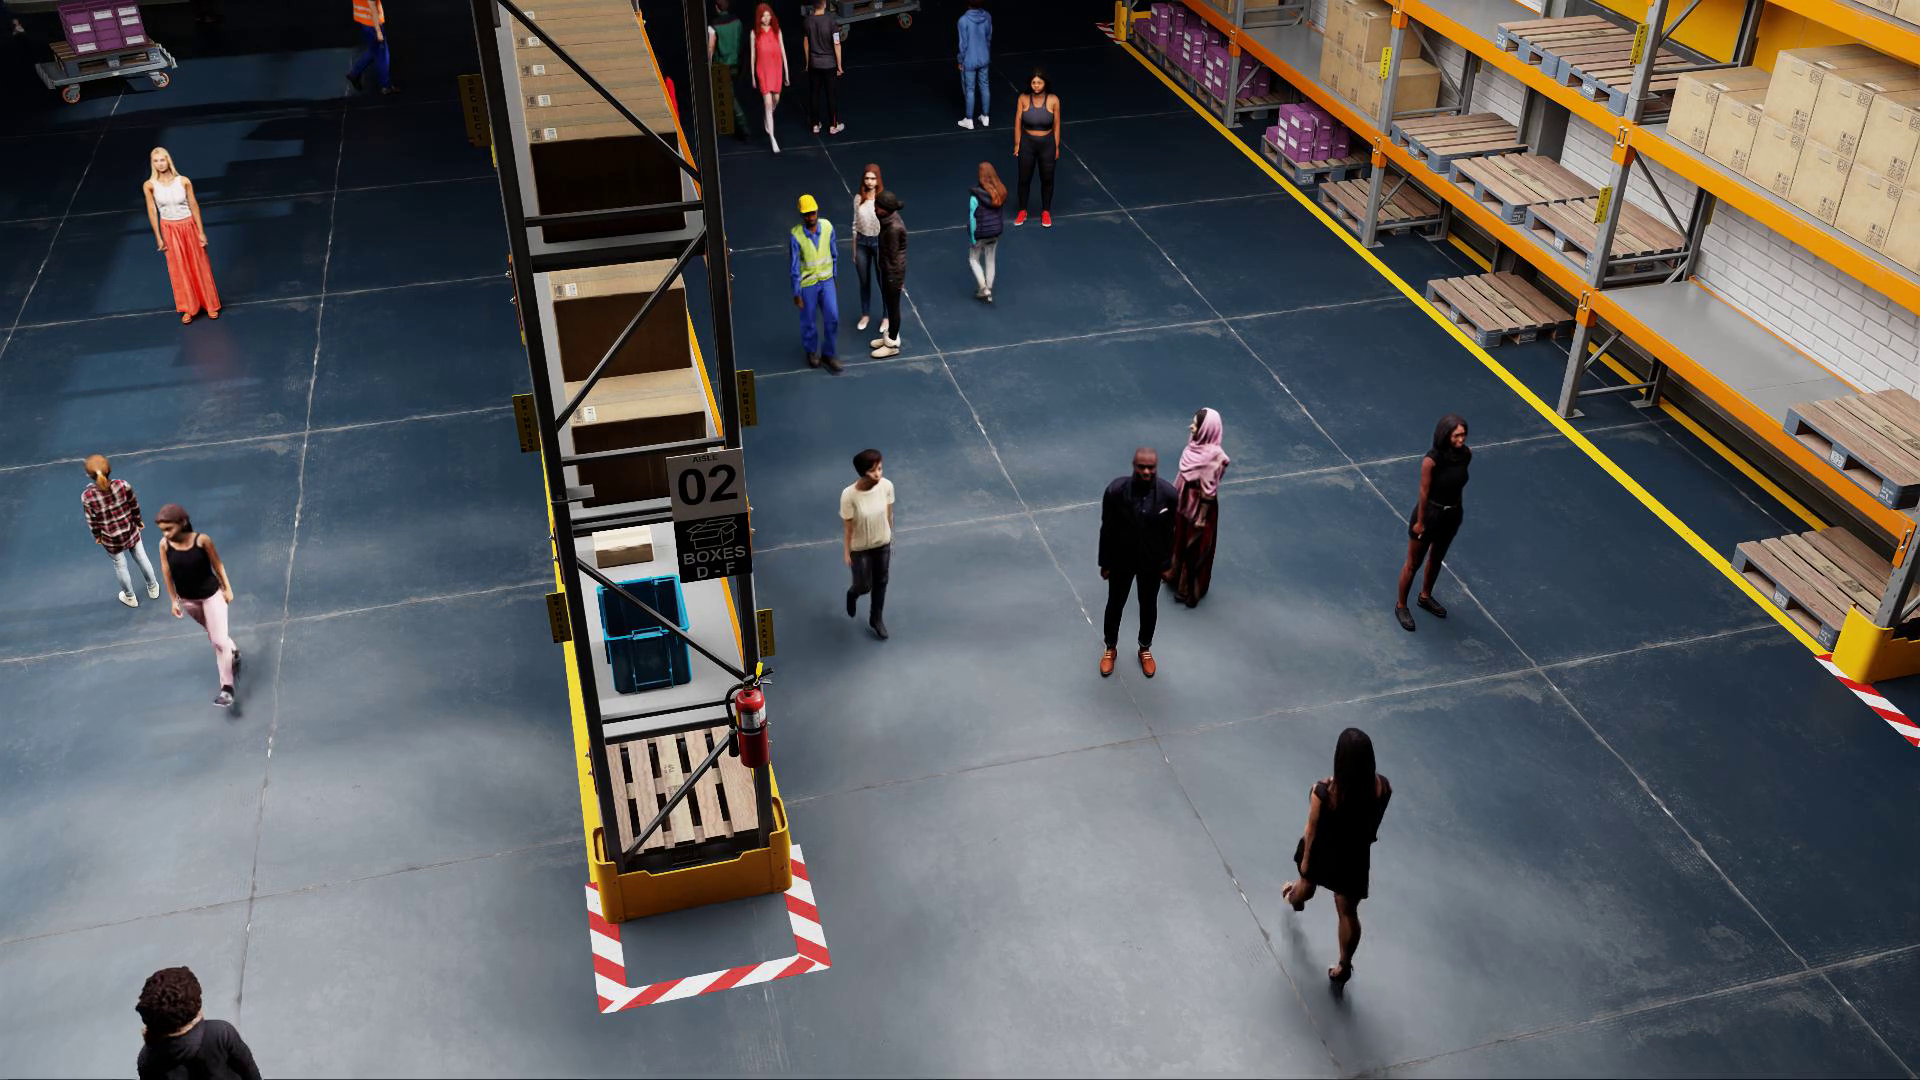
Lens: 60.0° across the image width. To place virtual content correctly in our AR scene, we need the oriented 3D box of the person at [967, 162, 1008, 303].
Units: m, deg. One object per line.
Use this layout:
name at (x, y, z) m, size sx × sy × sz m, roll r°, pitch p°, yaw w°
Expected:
person at (0.295, -3.123, 17.009) m, size 0.628 × 1.488 × 0.659 m, roll -17°, pitch 37°, yaw -24°

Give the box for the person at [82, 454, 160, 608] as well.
person at (-6.376, -0.084, 12.601) m, size 0.614 × 1.307 × 0.646 m, roll -26°, pitch 41°, yaw -33°

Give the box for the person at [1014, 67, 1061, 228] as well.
person at (0.874, -4.422, 18.668) m, size 0.761 × 1.815 × 0.743 m, roll 3°, pitch 34°, yaw 5°

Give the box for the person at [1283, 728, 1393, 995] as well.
person at (2.166, 1.848, 9.358) m, size 0.718 × 1.678 × 1.031 m, roll -6°, pitch 34°, yaw -10°

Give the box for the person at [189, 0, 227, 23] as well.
person at (-11.693, -8.857, 25.296) m, size 0.771 × 1.864 × 0.812 m, roll 15°, pitch 36°, yaw 21°

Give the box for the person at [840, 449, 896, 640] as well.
person at (-0.702, 0.013, 12.213) m, size 0.686 × 1.574 × 0.749 m, roll -18°, pitch 38°, yaw -25°

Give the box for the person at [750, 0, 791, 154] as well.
person at (-2.401, -5.805, 20.769) m, size 0.737 × 1.792 × 1.139 m, roll -16°, pitch 37°, yaw -22°

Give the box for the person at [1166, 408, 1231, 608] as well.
person at (1.802, -0.282, 12.599) m, size 0.730 × 1.637 × 0.552 m, roll -6°, pitch 34°, yaw -9°

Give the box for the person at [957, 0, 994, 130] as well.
person at (0.192, -6.202, 21.349) m, size 0.727 × 1.811 × 0.663 m, roll -17°, pitch 37°, yaw -24°

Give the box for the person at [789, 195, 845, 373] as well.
person at (-1.401, -2.462, 15.748) m, size 0.755 × 1.782 × 0.835 m, roll -15°, pitch 37°, yaw -22°

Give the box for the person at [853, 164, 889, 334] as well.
person at (-0.856, -2.901, 16.459) m, size 0.646 × 1.727 × 0.663 m, roll 10°, pitch 35°, yaw 15°

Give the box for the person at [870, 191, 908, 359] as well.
person at (-0.642, -2.578, 16.034) m, size 0.637 × 1.659 × 0.572 m, roll 10°, pitch 35°, yaw 15°

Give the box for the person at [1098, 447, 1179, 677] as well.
person at (1.251, 0.144, 11.797) m, size 0.757 × 1.816 × 0.705 m, roll 1°, pitch 34°, yaw 1°

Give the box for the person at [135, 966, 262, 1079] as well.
person at (-3.540, 2.776, 7.886) m, size 0.669 × 1.763 × 0.634 m, roll -14°, pitch 36°, yaw -20°

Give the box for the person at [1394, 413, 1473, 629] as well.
person at (3.531, -0.159, 12.322) m, size 0.642 × 1.741 × 0.588 m, roll -18°, pitch 37°, yaw -24°

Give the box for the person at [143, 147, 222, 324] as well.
person at (-7.788, -3.060, 16.631) m, size 0.649 × 1.802 × 0.618 m, roll -13°, pitch 36°, yaw -19°

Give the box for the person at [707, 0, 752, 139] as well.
person at (-2.913, -5.950, 20.974) m, size 0.967 × 1.807 × 1.223 m, roll -25°, pitch 41°, yaw -32°

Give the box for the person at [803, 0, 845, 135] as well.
person at (-1.760, -6.065, 21.185) m, size 0.721 × 1.763 × 0.712 m, roll 8°, pitch 34°, yaw 12°

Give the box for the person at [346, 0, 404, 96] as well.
person at (-7.985, -6.886, 22.322) m, size 0.958 × 1.874 × 0.998 m, roll -23°, pitch 40°, yaw -31°

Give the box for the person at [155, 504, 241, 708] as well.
person at (-5.336, 0.366, 11.738) m, size 0.616 × 1.513 × 1.034 m, roll -4°, pitch 34°, yaw -6°
